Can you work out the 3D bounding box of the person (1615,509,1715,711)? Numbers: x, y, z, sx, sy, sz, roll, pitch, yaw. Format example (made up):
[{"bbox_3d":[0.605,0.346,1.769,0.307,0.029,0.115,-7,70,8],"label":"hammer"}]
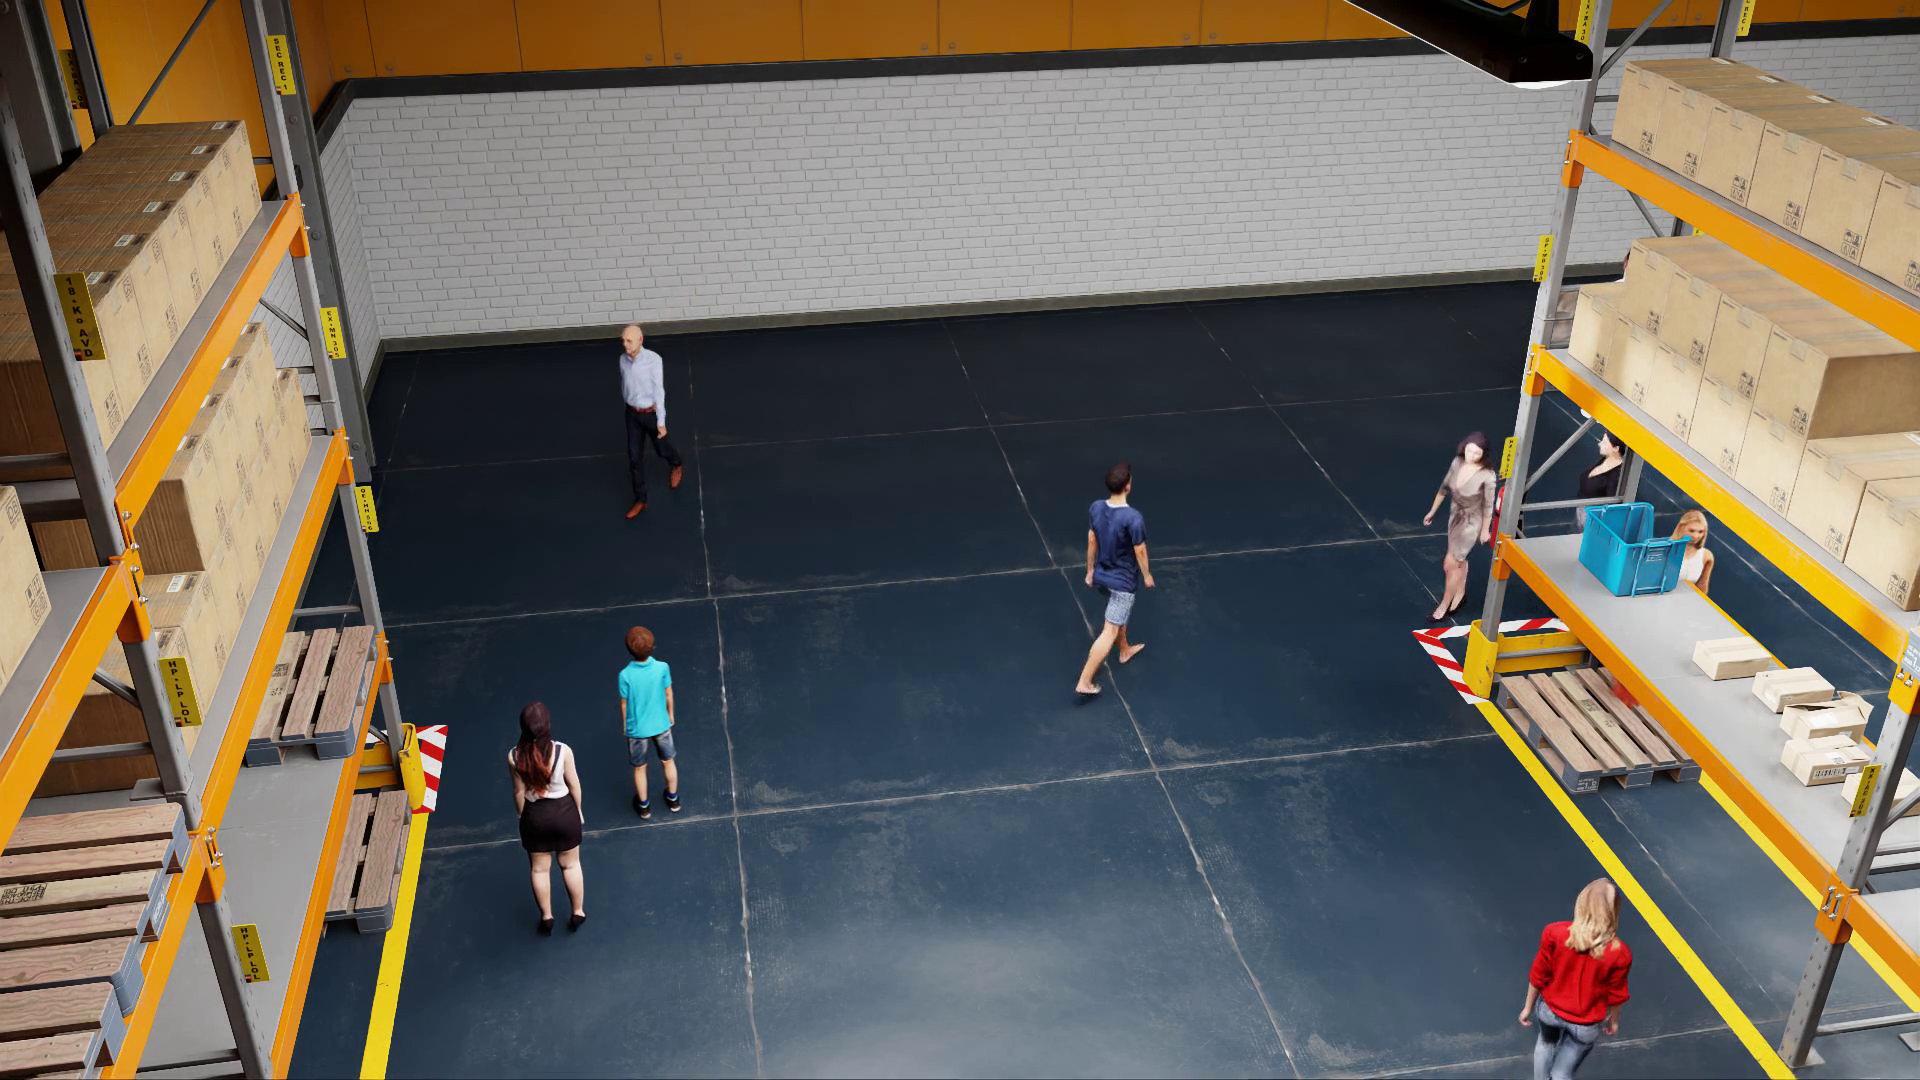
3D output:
[{"bbox_3d":[5.116,0.559,12.066,0.702,1.797,0.726,4,29,7],"label":"person"}]

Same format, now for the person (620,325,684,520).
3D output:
[{"bbox_3d":[-2.826,-1.139,15.209,0.998,1.768,1.237,9,30,16],"label":"person"}]

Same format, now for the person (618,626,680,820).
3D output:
[{"bbox_3d":[-2.105,1.223,11.213,0.567,1.448,0.568,-14,32,-24],"label":"person"}]

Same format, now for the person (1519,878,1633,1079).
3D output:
[{"bbox_3d":[3.130,2.512,8.597,0.827,1.689,0.886,16,32,26],"label":"person"}]

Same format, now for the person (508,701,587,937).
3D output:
[{"bbox_3d":[-2.502,1.701,10.128,0.555,1.648,0.519,-7,29,-12],"label":"person"}]

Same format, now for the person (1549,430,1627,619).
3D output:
[{"bbox_3d":[5.188,-0.072,13.280,0.914,1.741,1.007,5,29,9],"label":"person"}]

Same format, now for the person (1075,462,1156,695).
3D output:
[{"bbox_3d":[1.123,0.334,12.466,1.107,1.807,1.179,-25,37,-38],"label":"person"}]

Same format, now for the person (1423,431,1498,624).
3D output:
[{"bbox_3d":[4.130,-0.120,13.389,0.782,1.722,0.692,-11,31,-20],"label":"person"}]

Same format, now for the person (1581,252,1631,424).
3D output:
[{"bbox_3d":[6.699,-2.089,16.875,0.696,1.840,0.599,-9,30,-15],"label":"person"}]
